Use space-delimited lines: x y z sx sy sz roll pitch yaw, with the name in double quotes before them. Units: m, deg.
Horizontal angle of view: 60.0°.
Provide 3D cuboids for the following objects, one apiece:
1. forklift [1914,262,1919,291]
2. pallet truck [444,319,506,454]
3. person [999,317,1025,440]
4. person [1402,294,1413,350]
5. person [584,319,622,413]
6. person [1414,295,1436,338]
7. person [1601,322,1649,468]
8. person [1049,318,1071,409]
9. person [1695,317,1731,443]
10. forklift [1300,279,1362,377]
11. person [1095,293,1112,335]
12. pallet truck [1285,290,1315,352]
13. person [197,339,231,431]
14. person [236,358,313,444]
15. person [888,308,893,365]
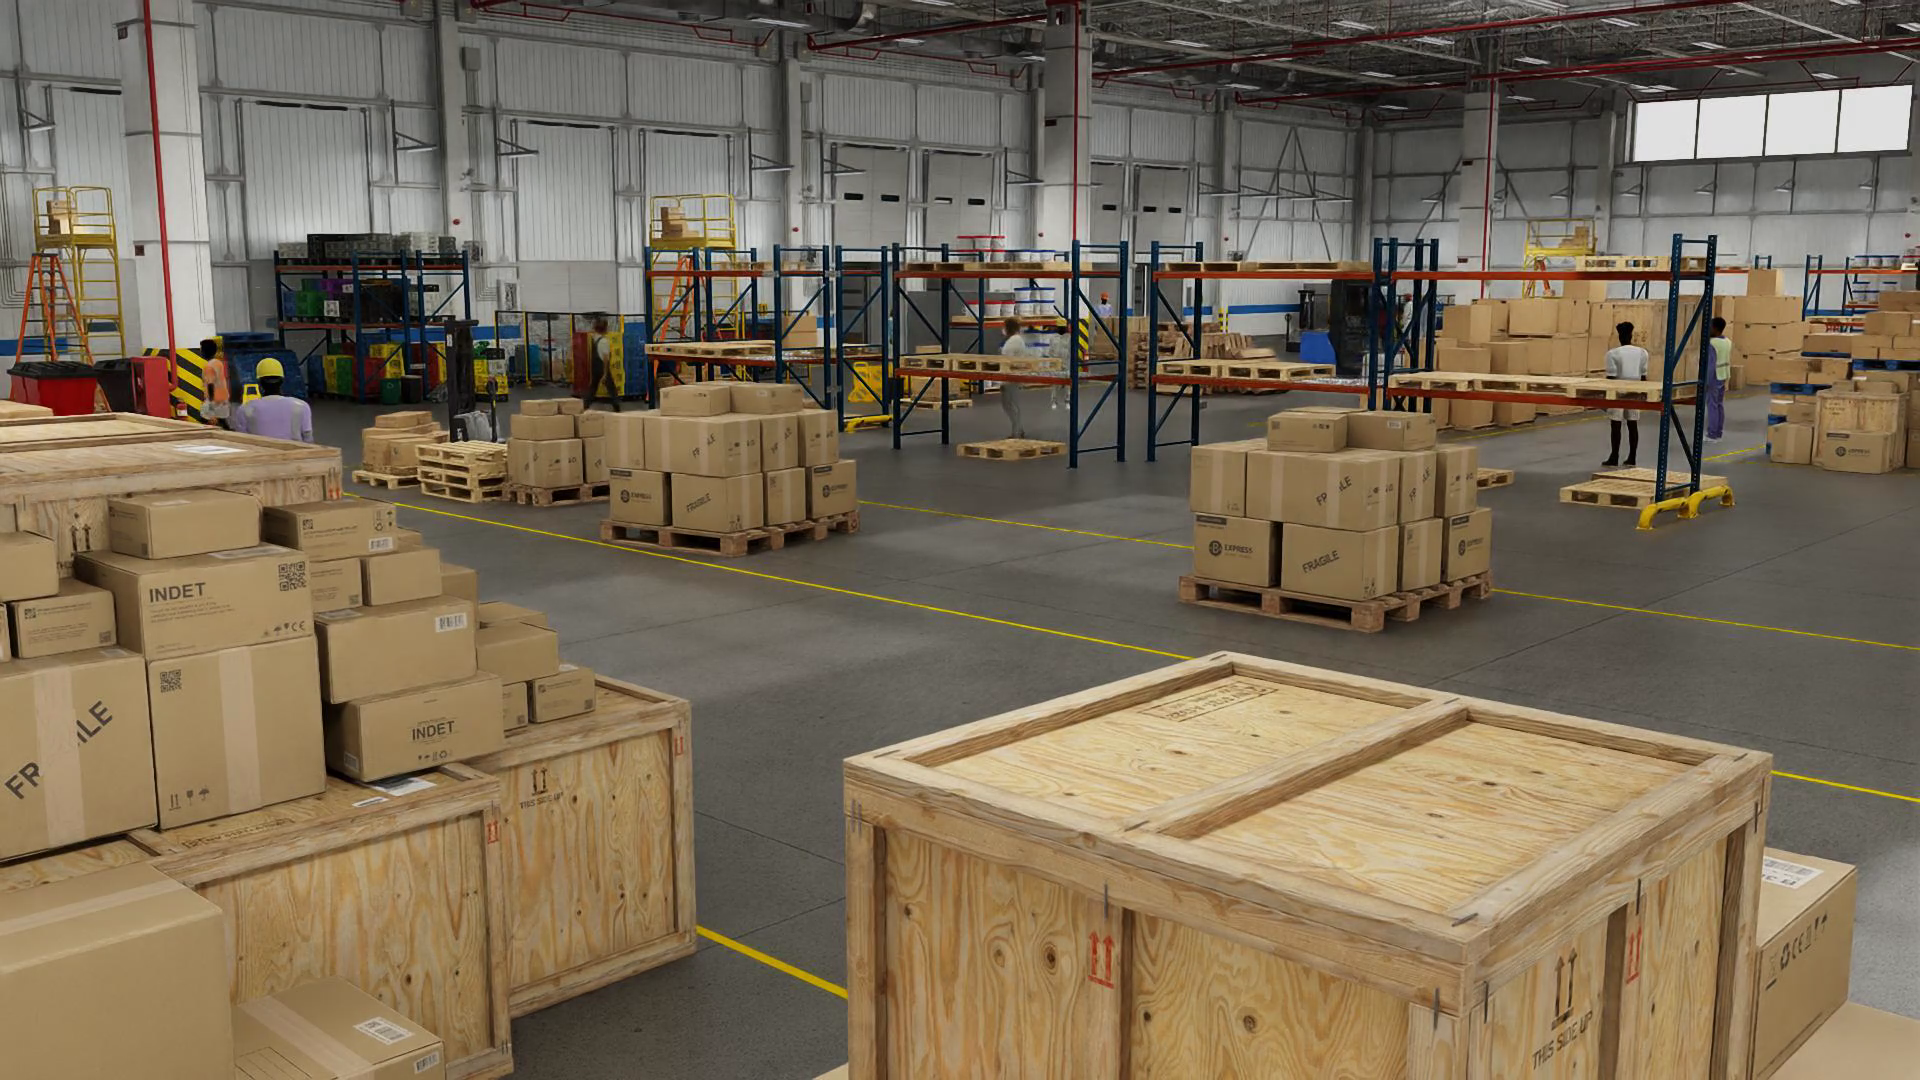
"forklift" 22.961 -5.178 39.293 1.129 2.768 1.873 -1 9 -8
"pallet truck" -6.981 -1.942 22.150 1.885 1.965 0.823 1 9 9
"person" 0.774 -2.414 25.300 0.449 1.925 0.629 2 10 15
"person" 14.538 -7.060 53.990 0.358 1.856 0.681 6 11 31
"person" -6.231 -2.926 28.828 0.516 1.802 0.978 7 12 38
"person" 13.260 -6.040 47.461 0.629 1.939 0.374 5 11 29
"person" 8.851 -1.930 22.196 0.603 1.958 0.381 -2 9 -10
"person" 1.921 -3.336 31.500 0.484 1.739 0.321 1 9 9
"person" 11.568 -2.444 25.464 0.593 1.922 0.391 -9 13 -44
"forklift" 9.457 -5.468 41.070 1.873 2.768 1.129 9 13 43
"person" 4.426 -6.649 51.234 0.543 1.929 0.385 -2 9 -9
"pallet truck" 11.297 -6.951 52.861 1.885 1.965 0.823 -5 11 -29
"person" -10.428 -1.948 23.170 0.538 1.682 0.550 0 9 -2
"person" -5.707 -0.557 13.909 0.587 1.918 0.399 -4 10 -21
"person" -1.760 -5.265 43.652 0.313 1.633 0.520 4 10 21
